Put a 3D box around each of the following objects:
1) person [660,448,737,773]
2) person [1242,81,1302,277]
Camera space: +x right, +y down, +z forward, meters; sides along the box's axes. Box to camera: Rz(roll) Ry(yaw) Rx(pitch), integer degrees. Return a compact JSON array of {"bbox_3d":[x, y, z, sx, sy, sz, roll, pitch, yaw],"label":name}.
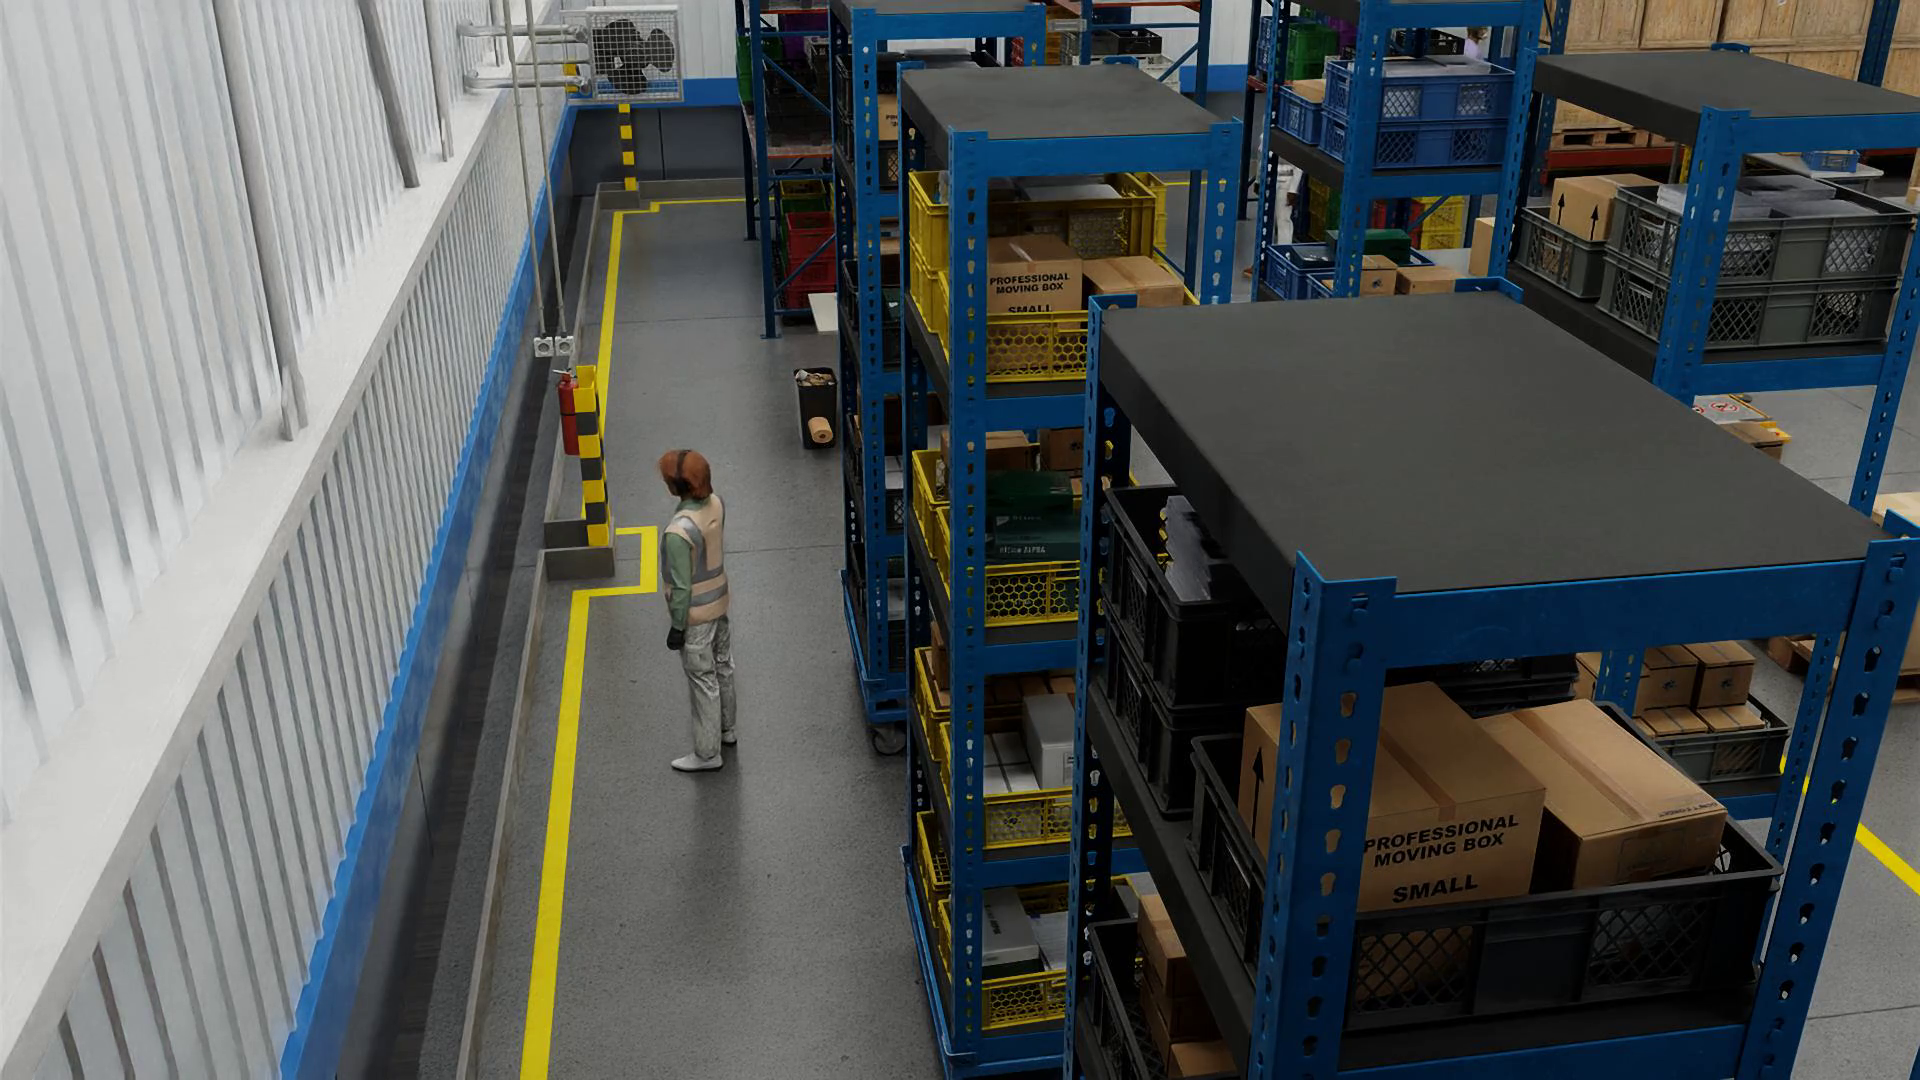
[{"bbox_3d":[-1.243,0.331,7.918,0.307,1.640,0.513,6,25,12],"label":"person"},{"bbox_3d":[2.981,-3.365,15.666,0.353,1.883,0.573,-14,28,-27],"label":"person"}]
